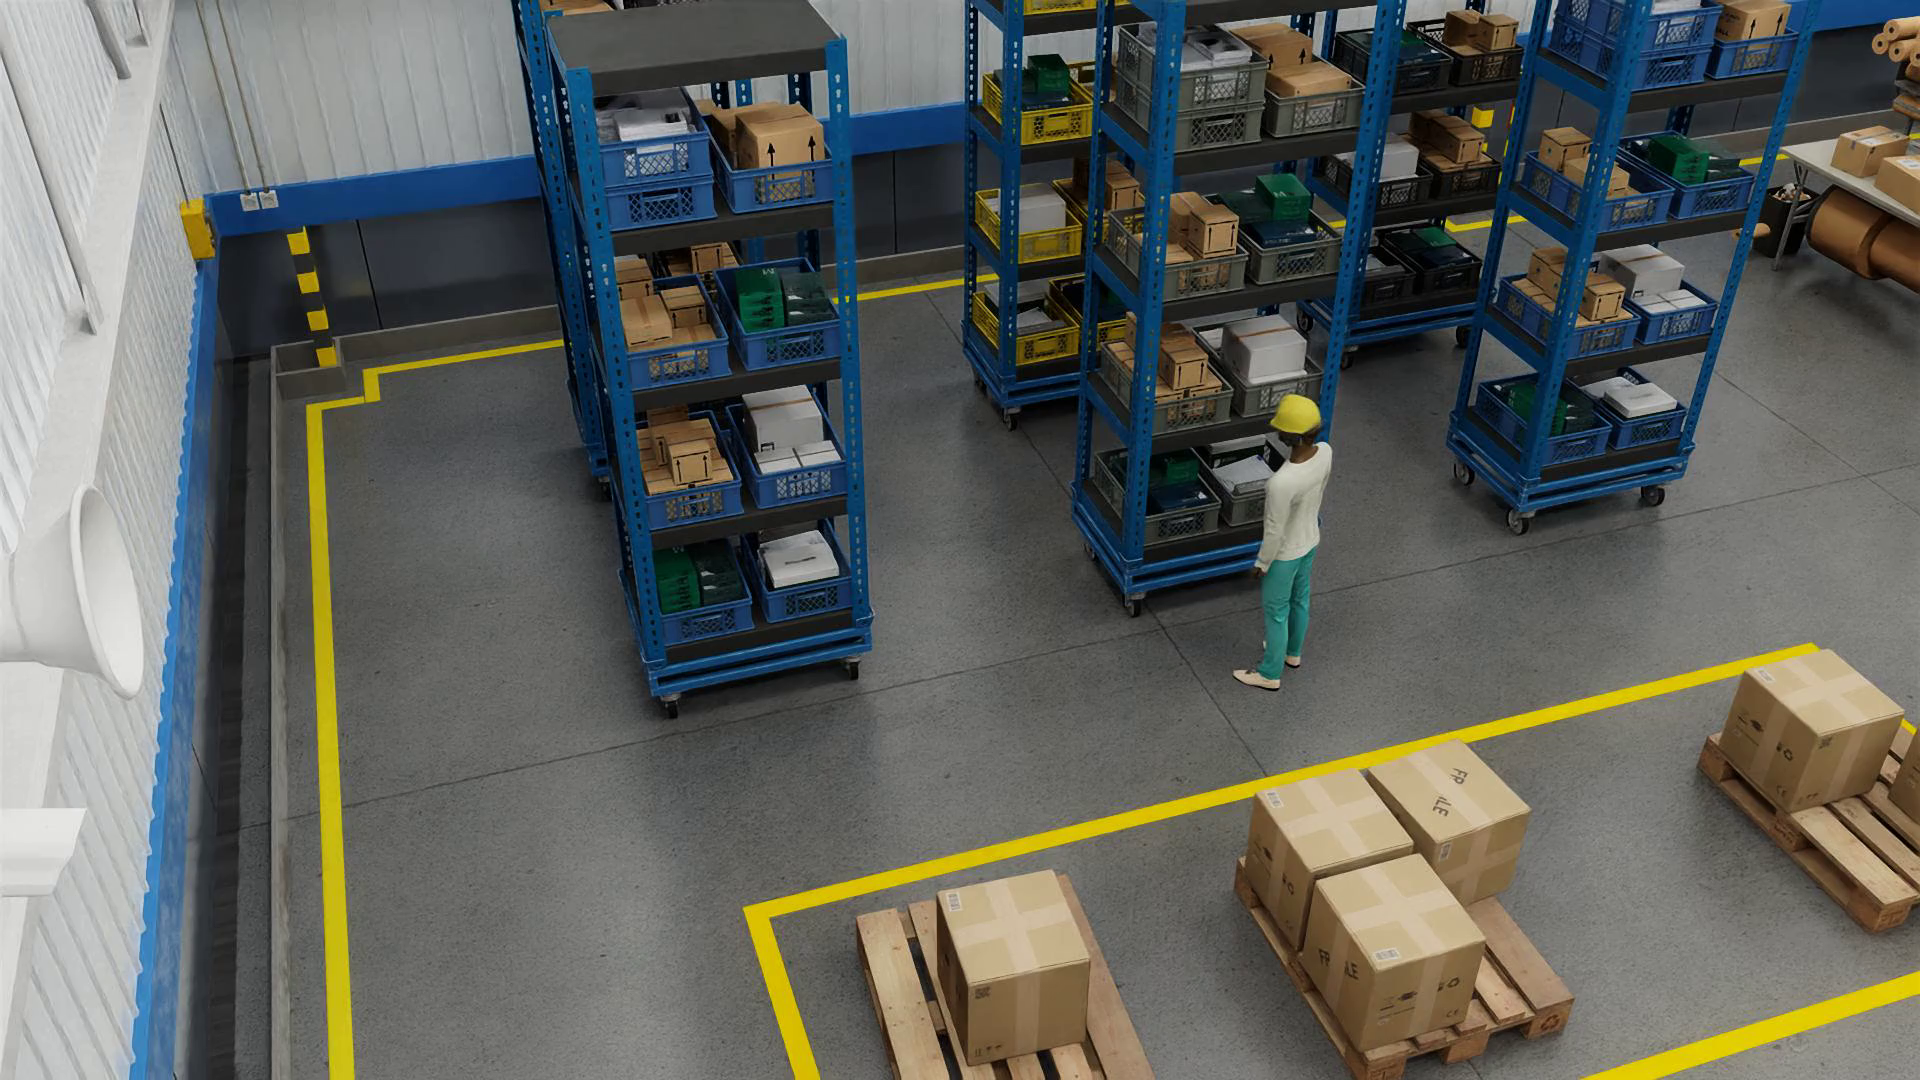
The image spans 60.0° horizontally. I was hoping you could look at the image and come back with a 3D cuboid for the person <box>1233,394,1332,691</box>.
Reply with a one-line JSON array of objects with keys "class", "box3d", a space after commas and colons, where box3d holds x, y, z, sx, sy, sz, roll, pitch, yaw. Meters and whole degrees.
[{"class": "person", "box3d": [1.708, 0.017, 8.734, 0.313, 1.766, 0.522, 25, 42, 31]}]
